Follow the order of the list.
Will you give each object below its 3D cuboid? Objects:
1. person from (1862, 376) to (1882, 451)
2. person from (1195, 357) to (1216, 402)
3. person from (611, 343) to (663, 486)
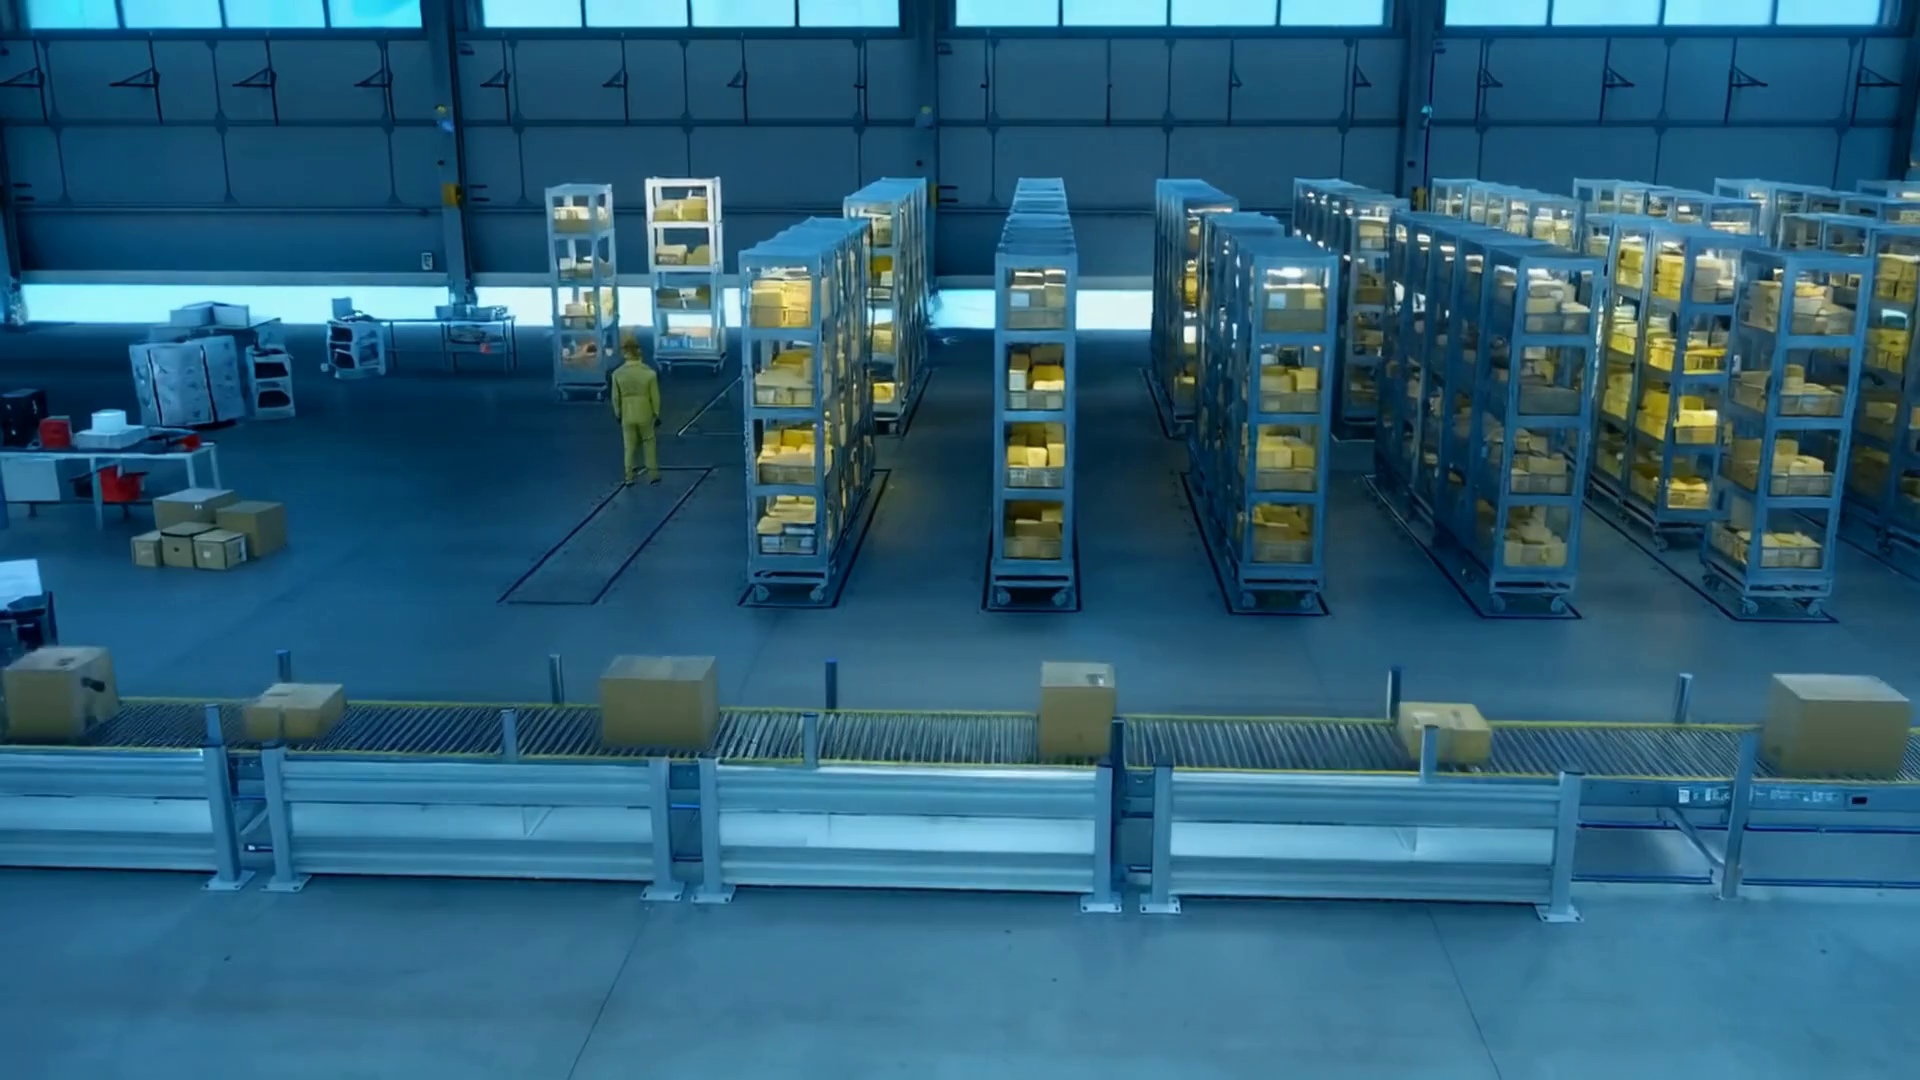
[{"bbox_3d":[12.350,-1.771,22.641,0.452,1.829,0.597,3,15,11],"label":"person"},{"bbox_3d":[3.681,-2.131,23.806,0.621,1.935,1.045,-11,19,-36],"label":"person"},{"bbox_3d":[-4.272,-1.667,22.114,0.639,1.909,0.406,2,15,7],"label":"person"}]
